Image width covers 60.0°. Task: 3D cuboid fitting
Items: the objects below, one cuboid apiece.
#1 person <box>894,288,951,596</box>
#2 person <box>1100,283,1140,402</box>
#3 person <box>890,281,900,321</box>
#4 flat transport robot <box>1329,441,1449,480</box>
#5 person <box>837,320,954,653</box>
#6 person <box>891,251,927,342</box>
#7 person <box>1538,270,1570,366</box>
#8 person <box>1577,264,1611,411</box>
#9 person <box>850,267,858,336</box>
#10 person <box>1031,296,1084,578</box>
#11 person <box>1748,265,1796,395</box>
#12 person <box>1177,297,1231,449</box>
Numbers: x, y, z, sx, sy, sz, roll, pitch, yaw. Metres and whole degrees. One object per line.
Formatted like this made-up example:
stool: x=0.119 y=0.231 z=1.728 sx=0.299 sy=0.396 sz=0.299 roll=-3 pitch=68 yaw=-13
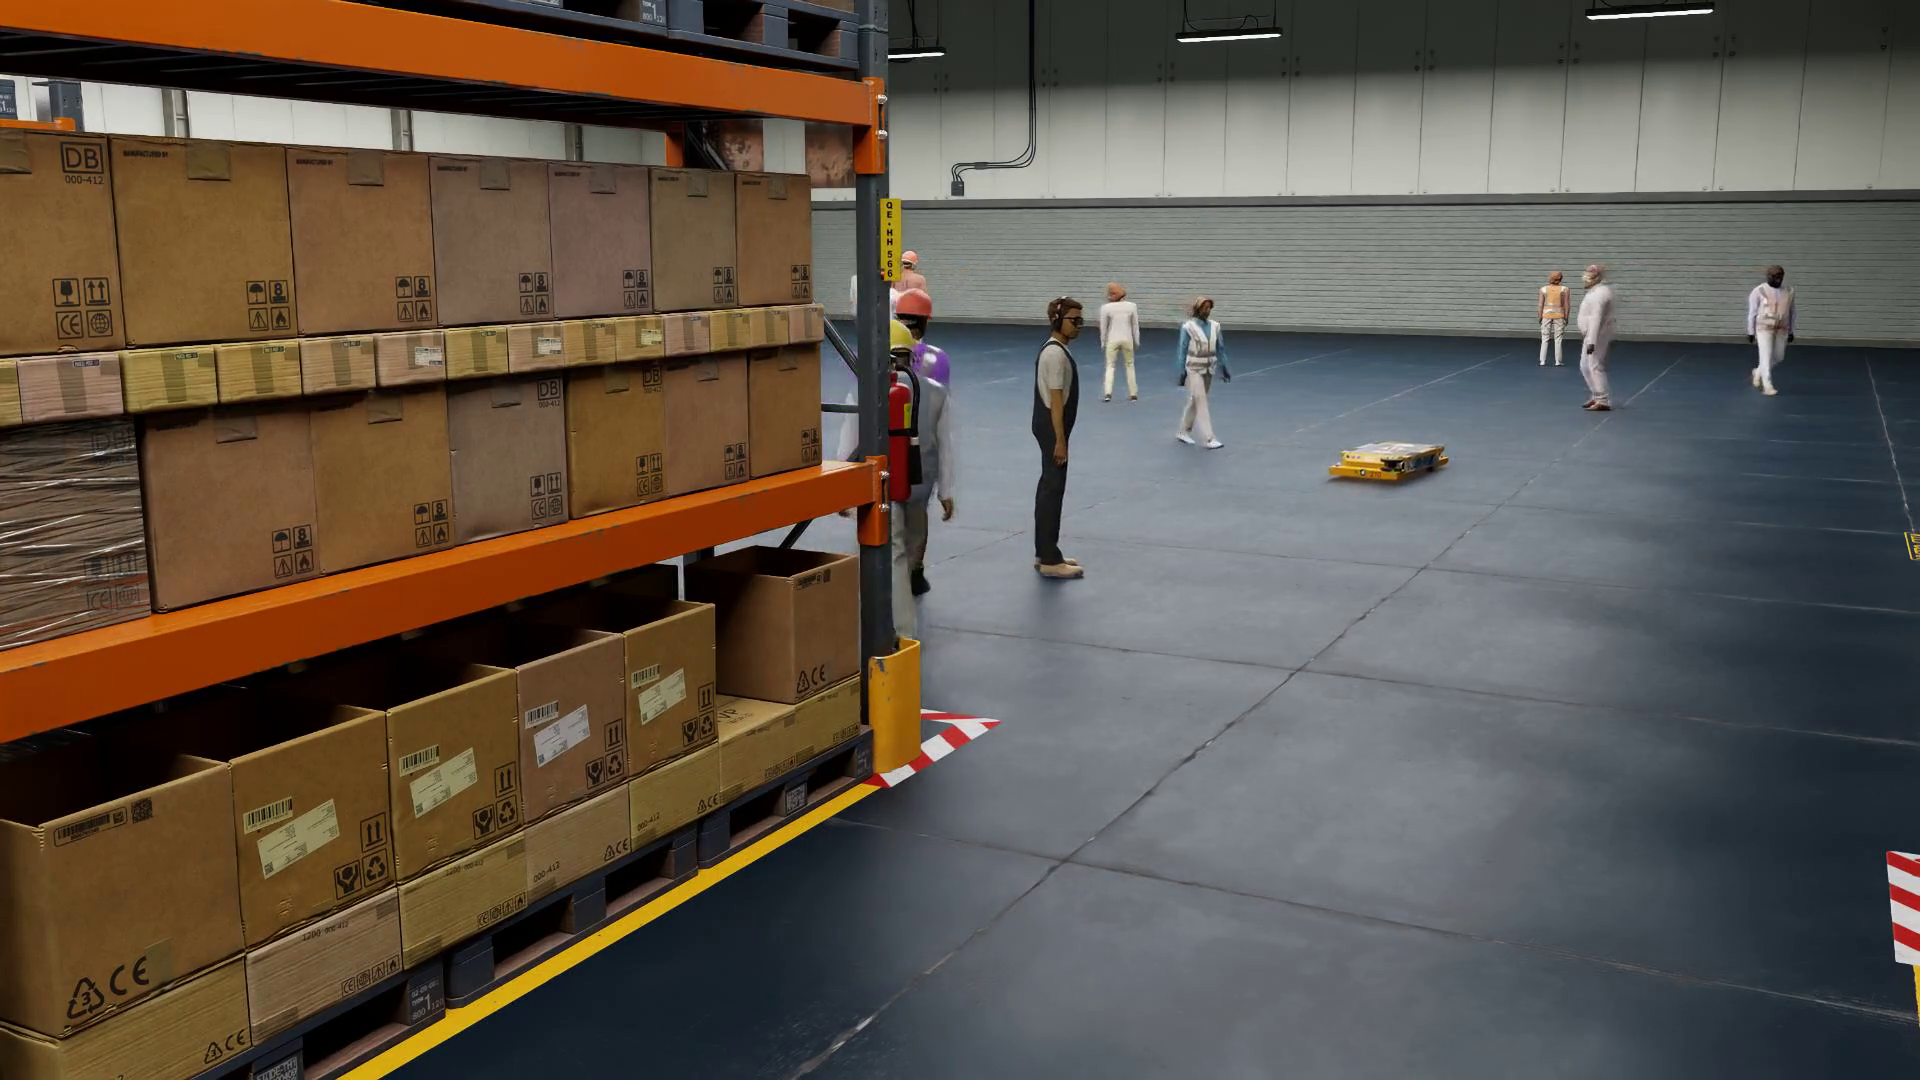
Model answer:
person: x=-0.344 y=-0.592 z=10.311 sx=0.590 sy=1.914 sz=0.577 roll=3 pitch=11 yaw=15
person: x=2.173 y=-2.658 z=22.421 sx=0.558 sy=1.613 sz=0.392 roll=-1 pitch=10 yaw=-4
person: x=-0.864 y=-2.613 z=21.572 sx=0.979 sy=1.842 sz=0.595 roll=2 pitch=11 yaw=12
flat transport robot: x=4.078 y=-0.765 z=15.742 sx=0.652 sy=0.197 sz=1.431 roll=7 pitch=12 yaw=34
person: x=-0.377 y=-0.303 z=9.096 sx=0.618 sy=1.780 sz=0.917 roll=-4 pitch=11 yaw=-22
person: x=-0.780 y=-3.468 z=25.780 sx=0.608 sy=1.995 sz=0.377 roll=3 pitch=11 yaw=17
person: x=10.190 y=-3.799 z=28.554 sx=0.519 sy=1.640 sz=0.307 roll=5 pitch=12 yaw=26
person: x=8.126 y=-2.574 z=21.246 sx=0.502 sy=1.870 sz=0.668 roll=2 pitch=11 yaw=12
person: x=-2.195 y=-5.298 z=36.741 sx=0.531 sy=1.620 sz=0.328 roll=4 pitch=11 yaw=20
person: x=0.646 y=-0.680 z=10.997 sx=0.346 sy=1.842 sz=0.505 roll=0 pitch=10 yaw=-1
person: x=11.496 y=-2.985 z=23.618 sx=0.636 sy=1.825 sz=0.718 roll=-1 pitch=10 yaw=-3
person: x=2.570 y=-1.778 z=17.655 sx=0.525 sy=1.589 sz=0.861 roll=-7 pitch=12 yaw=-32
